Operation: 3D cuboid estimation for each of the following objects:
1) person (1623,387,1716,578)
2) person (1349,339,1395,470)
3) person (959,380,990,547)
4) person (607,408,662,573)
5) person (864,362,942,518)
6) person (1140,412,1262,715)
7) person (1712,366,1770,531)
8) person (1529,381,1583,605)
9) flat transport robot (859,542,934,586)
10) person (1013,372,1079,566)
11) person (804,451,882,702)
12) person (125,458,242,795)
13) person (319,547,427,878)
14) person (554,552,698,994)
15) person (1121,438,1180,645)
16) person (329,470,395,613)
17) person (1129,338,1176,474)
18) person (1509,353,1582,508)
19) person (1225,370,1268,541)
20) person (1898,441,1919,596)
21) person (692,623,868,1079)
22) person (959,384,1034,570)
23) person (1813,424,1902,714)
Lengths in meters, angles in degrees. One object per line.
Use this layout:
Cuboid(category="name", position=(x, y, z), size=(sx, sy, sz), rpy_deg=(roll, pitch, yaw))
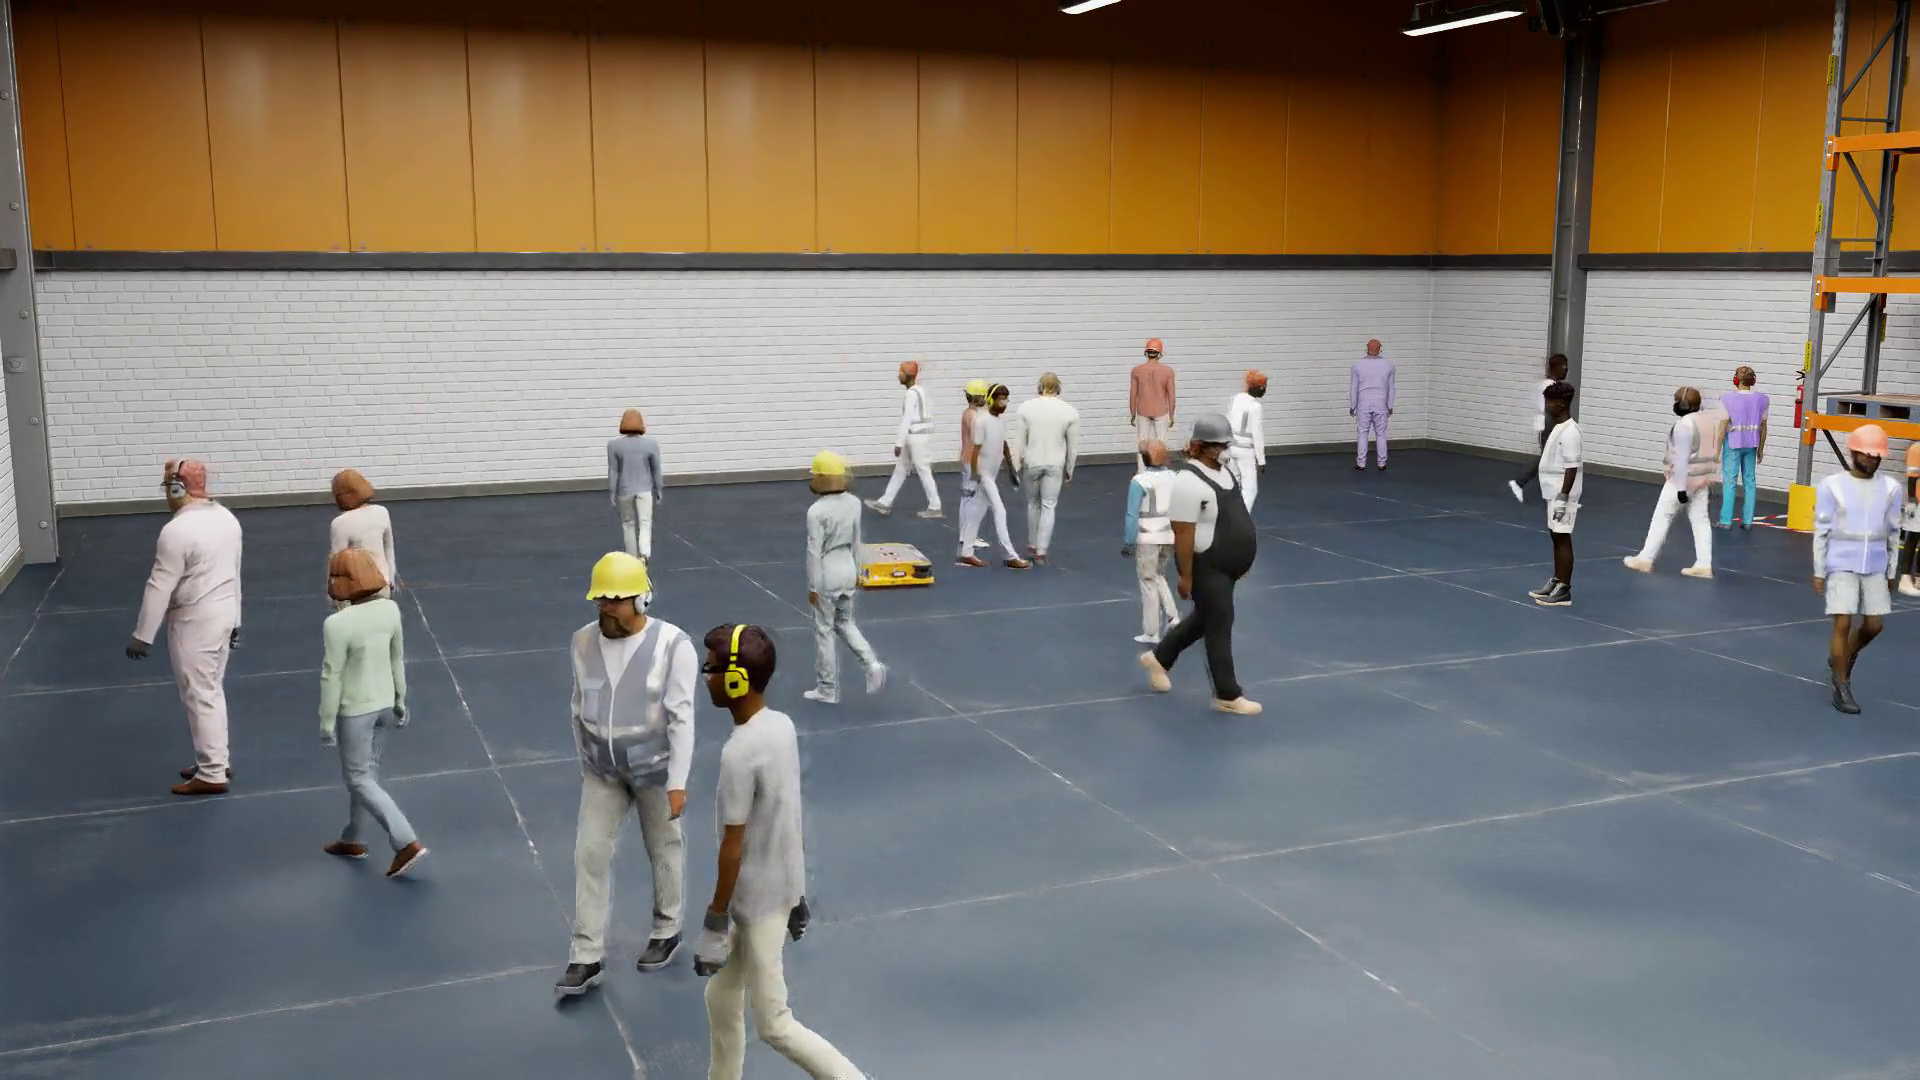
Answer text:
Cuboid(category="person", position=(6.854, -0.559, 15.945), size=(0.633, 1.806, 0.889), rpy_deg=(-7, 12, -36))
Cuboid(category="person", position=(5.964, -1.958, 24.109), size=(0.642, 1.909, 0.399), rpy_deg=(1, 9, 6))
Cuboid(category="person", position=(0.162, -0.809, 17.579), size=(0.323, 1.765, 0.534), rpy_deg=(-2, 10, -11))
Cuboid(category="person", position=(-3.105, -0.454, 15.898), size=(0.510, 1.606, 0.745), rpy_deg=(-2, 10, -11))
Cuboid(category="person", position=(-0.651, -1.166, 19.519), size=(0.965, 1.832, 0.609), rpy_deg=(1, 9, 4))
Cuboid(category="person", position=(1.616, 0.115, 11.144), size=(0.894, 2.000, 0.679), rpy_deg=(5, 11, 27))
Cuboid(category="person", position=(8.725, -1.016, 18.588), size=(0.569, 1.845, 0.384), rpy_deg=(-1, 9, -4))
Cuboid(category="person", position=(5.238, -0.406, 14.548), size=(0.377, 1.958, 0.600), rpy_deg=(2, 10, 12))
Cuboid(category="flat transport robot", position=(-0.707, 0.215, 15.891), size=(0.652, 0.197, 1.431), rpy_deg=(-2, 10, -12))
Cuboid(category="person", position=(0.859, -0.724, 16.661), size=(0.644, 1.893, 0.841), rpy_deg=(1, 9, 5))
Cuboid(category="person", position=(-0.816, 0.262, 11.179), size=(0.520, 1.727, 0.503), rpy_deg=(8, 12, 40))
Cuboid(category="person", position=(-4.301, 0.489, 9.309), size=(0.467, 1.898, 0.663), rpy_deg=(0, 9, 1))
Cuboid(category="person", position=(-2.897, 0.831, 8.119), size=(0.727, 1.612, 0.515), rpy_deg=(4, 10, 20))
Cuboid(category="person", position=(-1.380, 0.956, 6.777), size=(0.597, 1.803, 0.790), rpy_deg=(2, 10, 14))
Cuboid(category="person", position=(1.501, 0.017, 12.994), size=(0.528, 1.627, 0.358), rpy_deg=(-8, 13, -41))
Cuboid(category="person", position=(-3.942, 0.331, 11.143), size=(0.410, 1.626, 0.560), rpy_deg=(4, 10, 24))
Cuboid(category="person", position=(2.581, -1.703, 22.299), size=(0.613, 1.994, 0.395), rpy_deg=(2, 10, 13))
Cuboid(category="person", position=(7.250, -1.352, 20.466), size=(0.793, 1.895, 0.620), rpy_deg=(2, 10, 15))
Cuboid(category="person", position=(3.049, -0.916, 17.981), size=(0.345, 1.860, 0.717), rpy_deg=(-3, 10, -20))
Cuboid(category="person", position=(8.713, -0.342, 14.955), size=(0.539, 1.695, 0.317), rpy_deg=(-4, 10, -21))
Cuboid(category="person", position=(-0.587, 1.174, 5.384), size=(0.840, 1.837, 0.519), rpy_deg=(1, 9, 5))
Cuboid(category="person", position=(0.376, -0.610, 16.209), size=(0.902, 1.814, 0.562), rpy_deg=(4, 10, 22))
Cuboid(category="person", position=(6.011, 0.170, 11.183), size=(0.550, 1.921, 0.699), rpy_deg=(1, 9, 8))
